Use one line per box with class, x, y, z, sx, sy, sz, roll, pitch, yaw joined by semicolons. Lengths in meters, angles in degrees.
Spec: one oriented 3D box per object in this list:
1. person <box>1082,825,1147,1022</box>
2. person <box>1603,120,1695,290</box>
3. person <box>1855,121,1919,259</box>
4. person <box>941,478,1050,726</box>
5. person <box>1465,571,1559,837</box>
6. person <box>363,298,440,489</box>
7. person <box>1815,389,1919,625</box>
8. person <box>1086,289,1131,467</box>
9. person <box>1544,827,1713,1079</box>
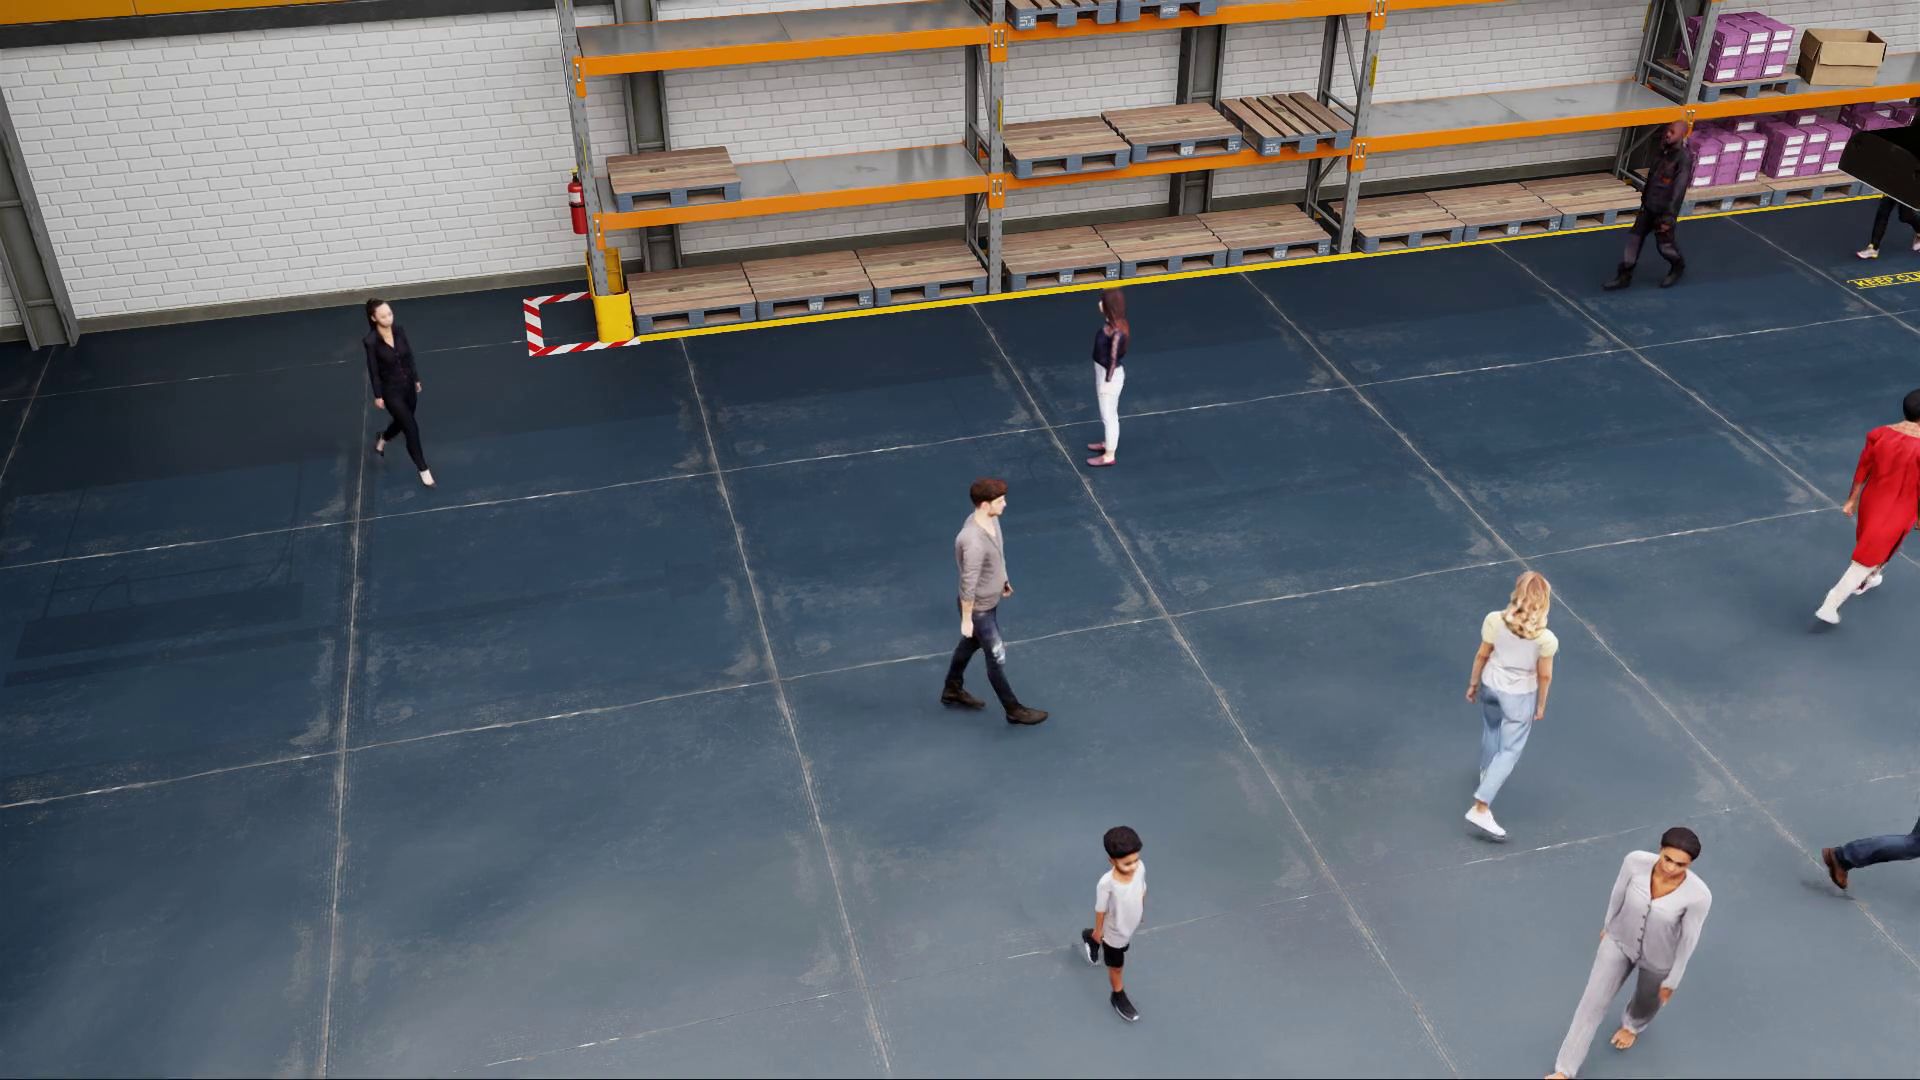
person;0.854;2.065;9.291;0.799;1.247;0.693;-19;38;-26
person;7.270;-3.421;17.031;1.185;1.816;0.763;-12;35;-18
person;10.134;-3.824;17.703;1.033;1.744;0.686;-11;35;-16
person;0.065;0.408;11.214;1.152;1.878;0.989;7;34;10
person;3.427;1.013;10.469;0.995;1.696;1.093;28;43;35
person;-4.730;-1.230;13.851;1.067;1.688;1.017;18;38;25
person;6.719;-0.201;12.161;1.262;1.844;0.840;-15;37;-22
person;1.267;-1.393;14.170;0.628;1.606;0.653;0;34;1
person;3.657;2.128;8.798;1.028;1.688;1.207;27;42;35
